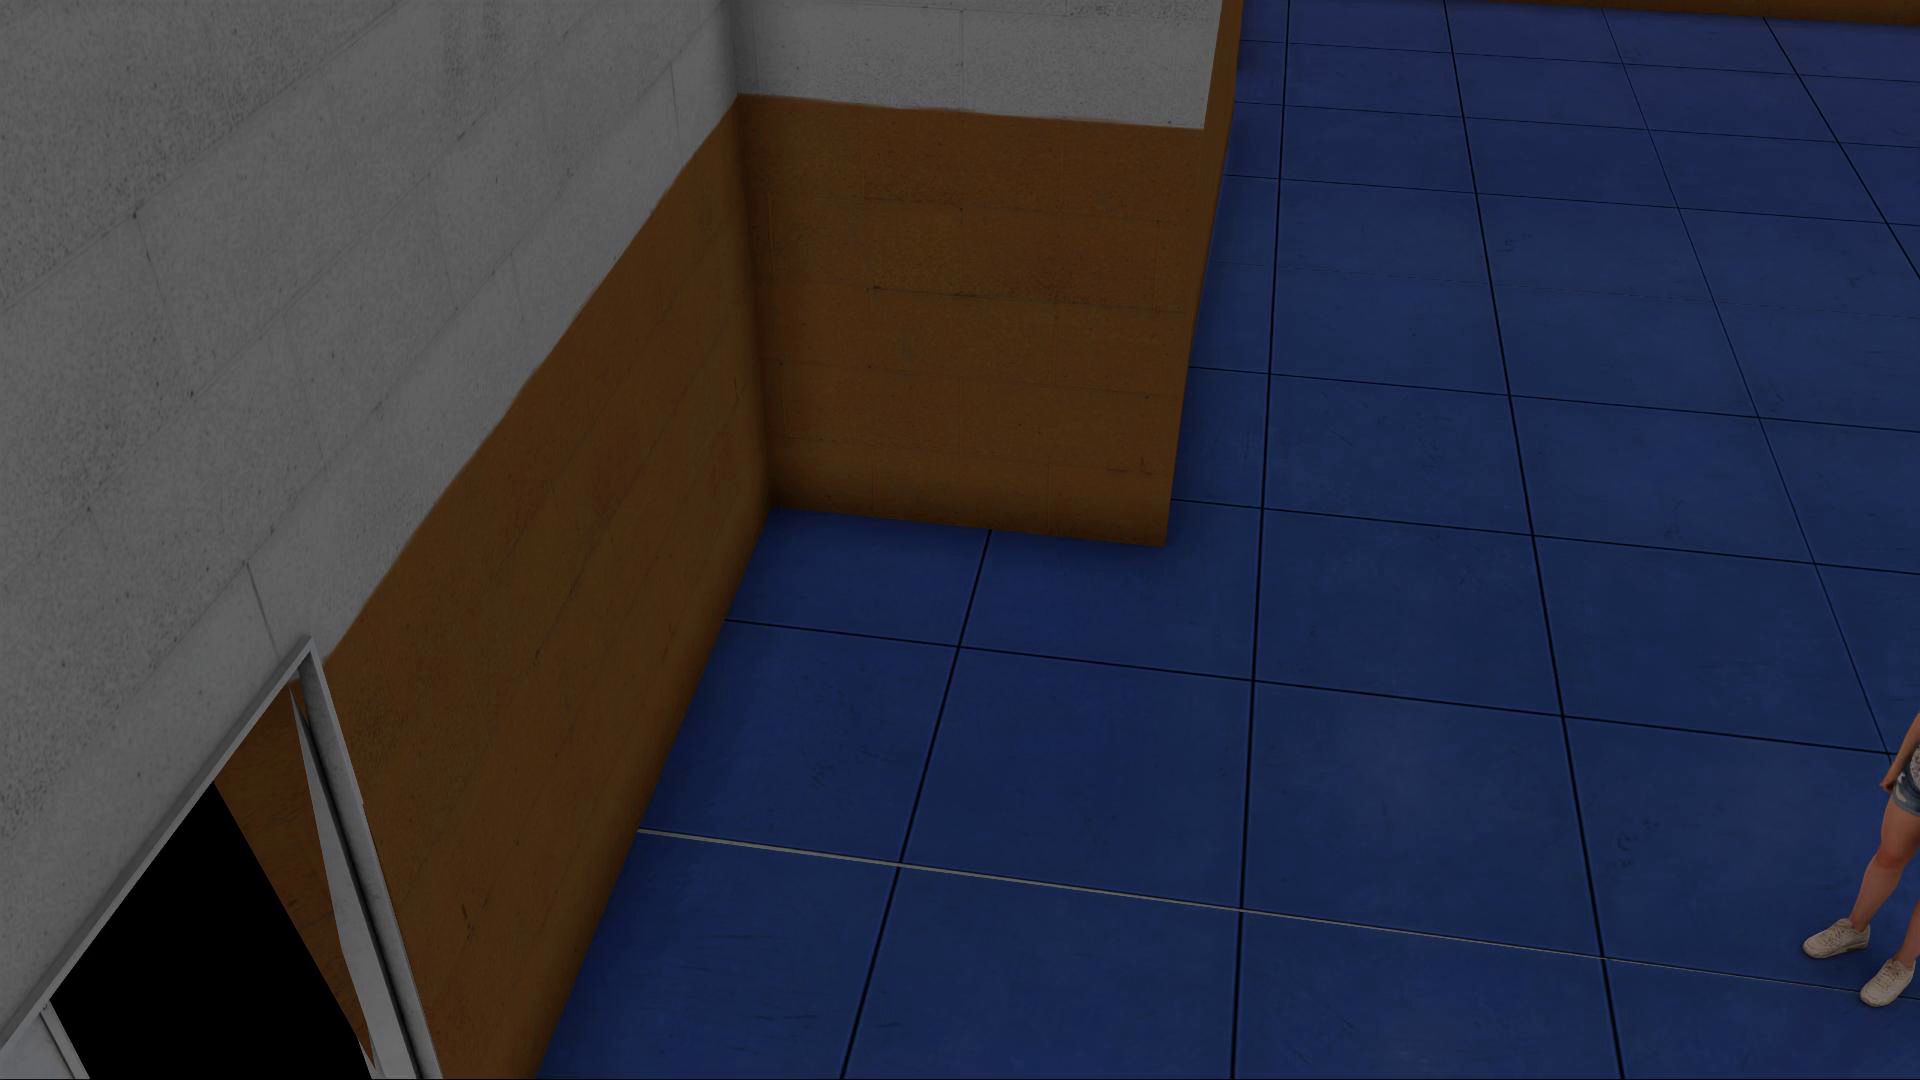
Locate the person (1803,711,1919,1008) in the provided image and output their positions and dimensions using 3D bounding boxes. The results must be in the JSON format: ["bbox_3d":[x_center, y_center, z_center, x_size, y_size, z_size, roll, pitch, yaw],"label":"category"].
[{"bbox_3d":[3.355,0.874,5.621,0.692,1.759,0.654,-17,40,-21],"label":"person"}]
